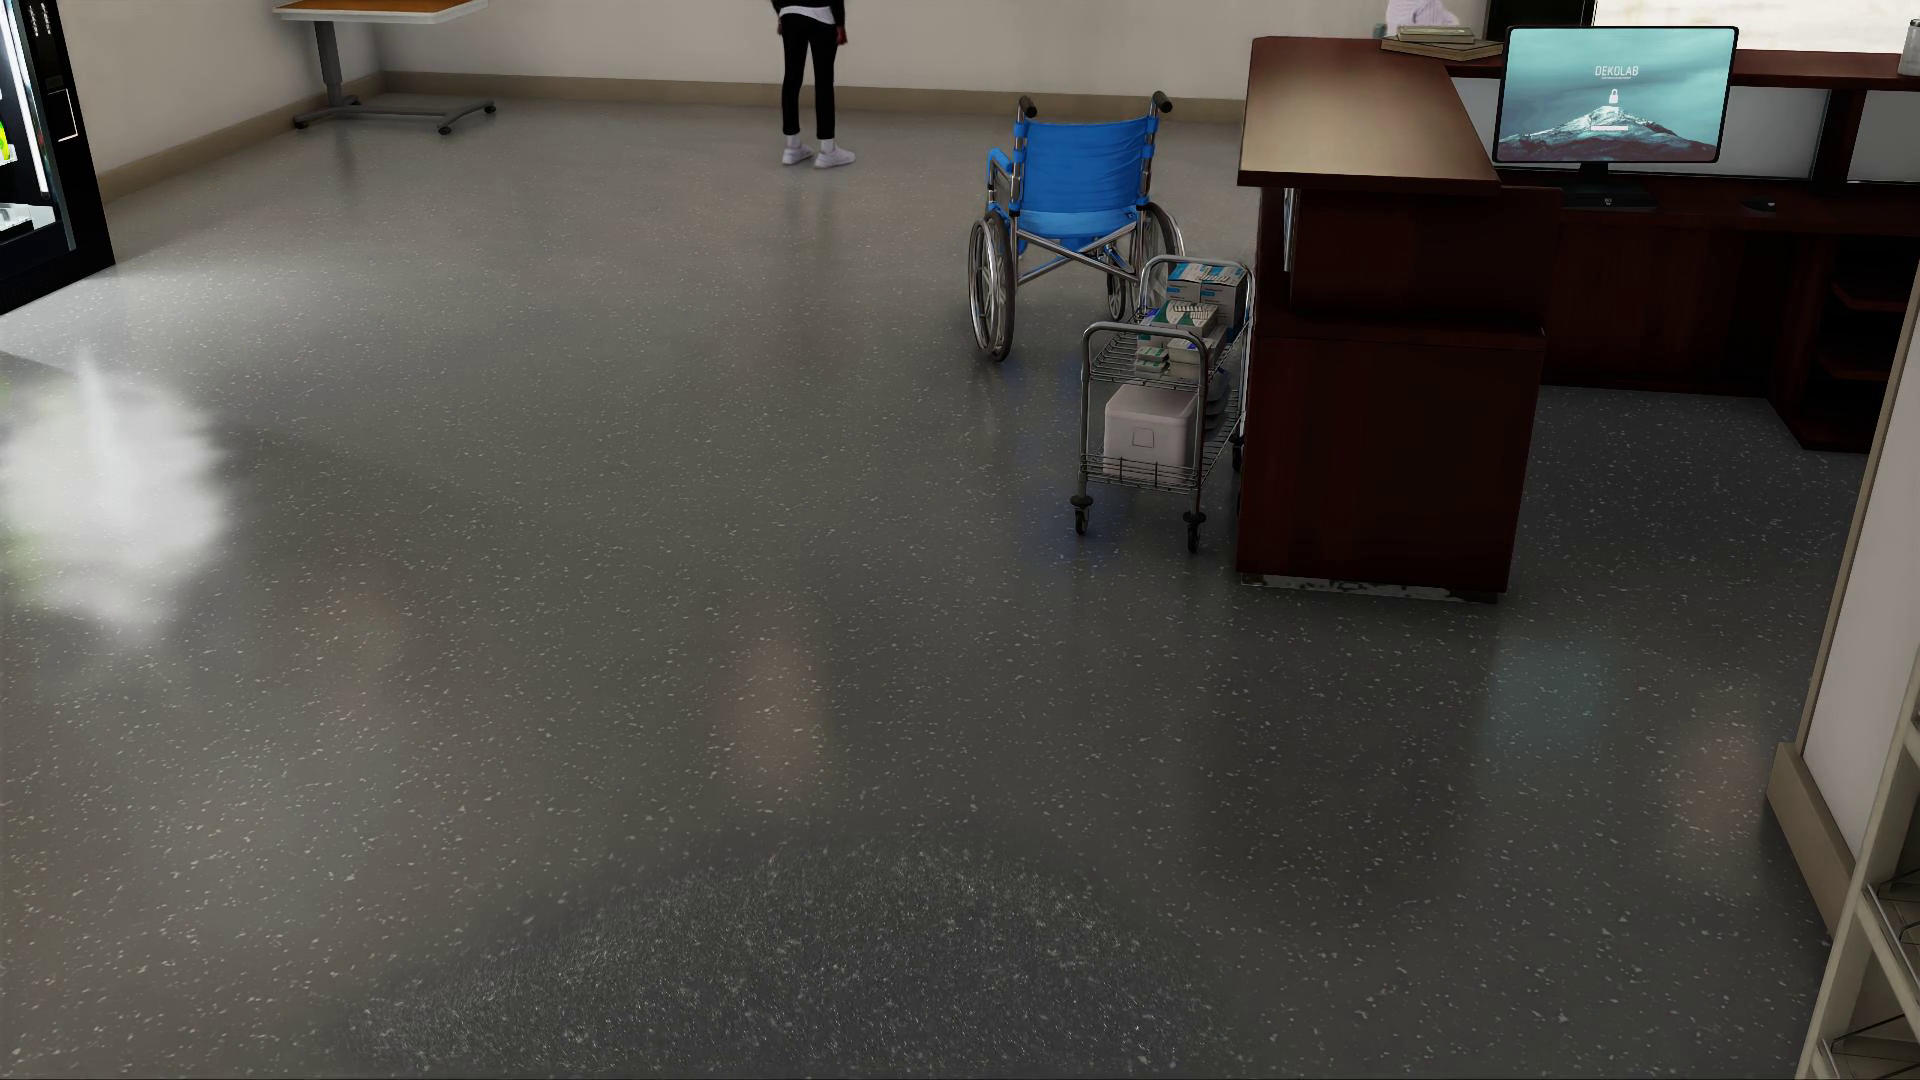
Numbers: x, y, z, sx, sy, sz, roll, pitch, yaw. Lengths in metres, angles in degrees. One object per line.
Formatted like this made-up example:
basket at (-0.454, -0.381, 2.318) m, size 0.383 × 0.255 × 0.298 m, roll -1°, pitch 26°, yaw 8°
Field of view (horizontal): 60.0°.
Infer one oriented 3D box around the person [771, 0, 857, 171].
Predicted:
person at (-0.932, -3.208, 10.136) m, size 0.743 × 1.817 × 0.695 m, roll 14°, pitch 29°, yaw 27°

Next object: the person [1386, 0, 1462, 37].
person at (2.033, -2.045, 7.855) m, size 0.821 × 1.704 × 0.729 m, roll -4°, pitch 26°, yaw -8°
